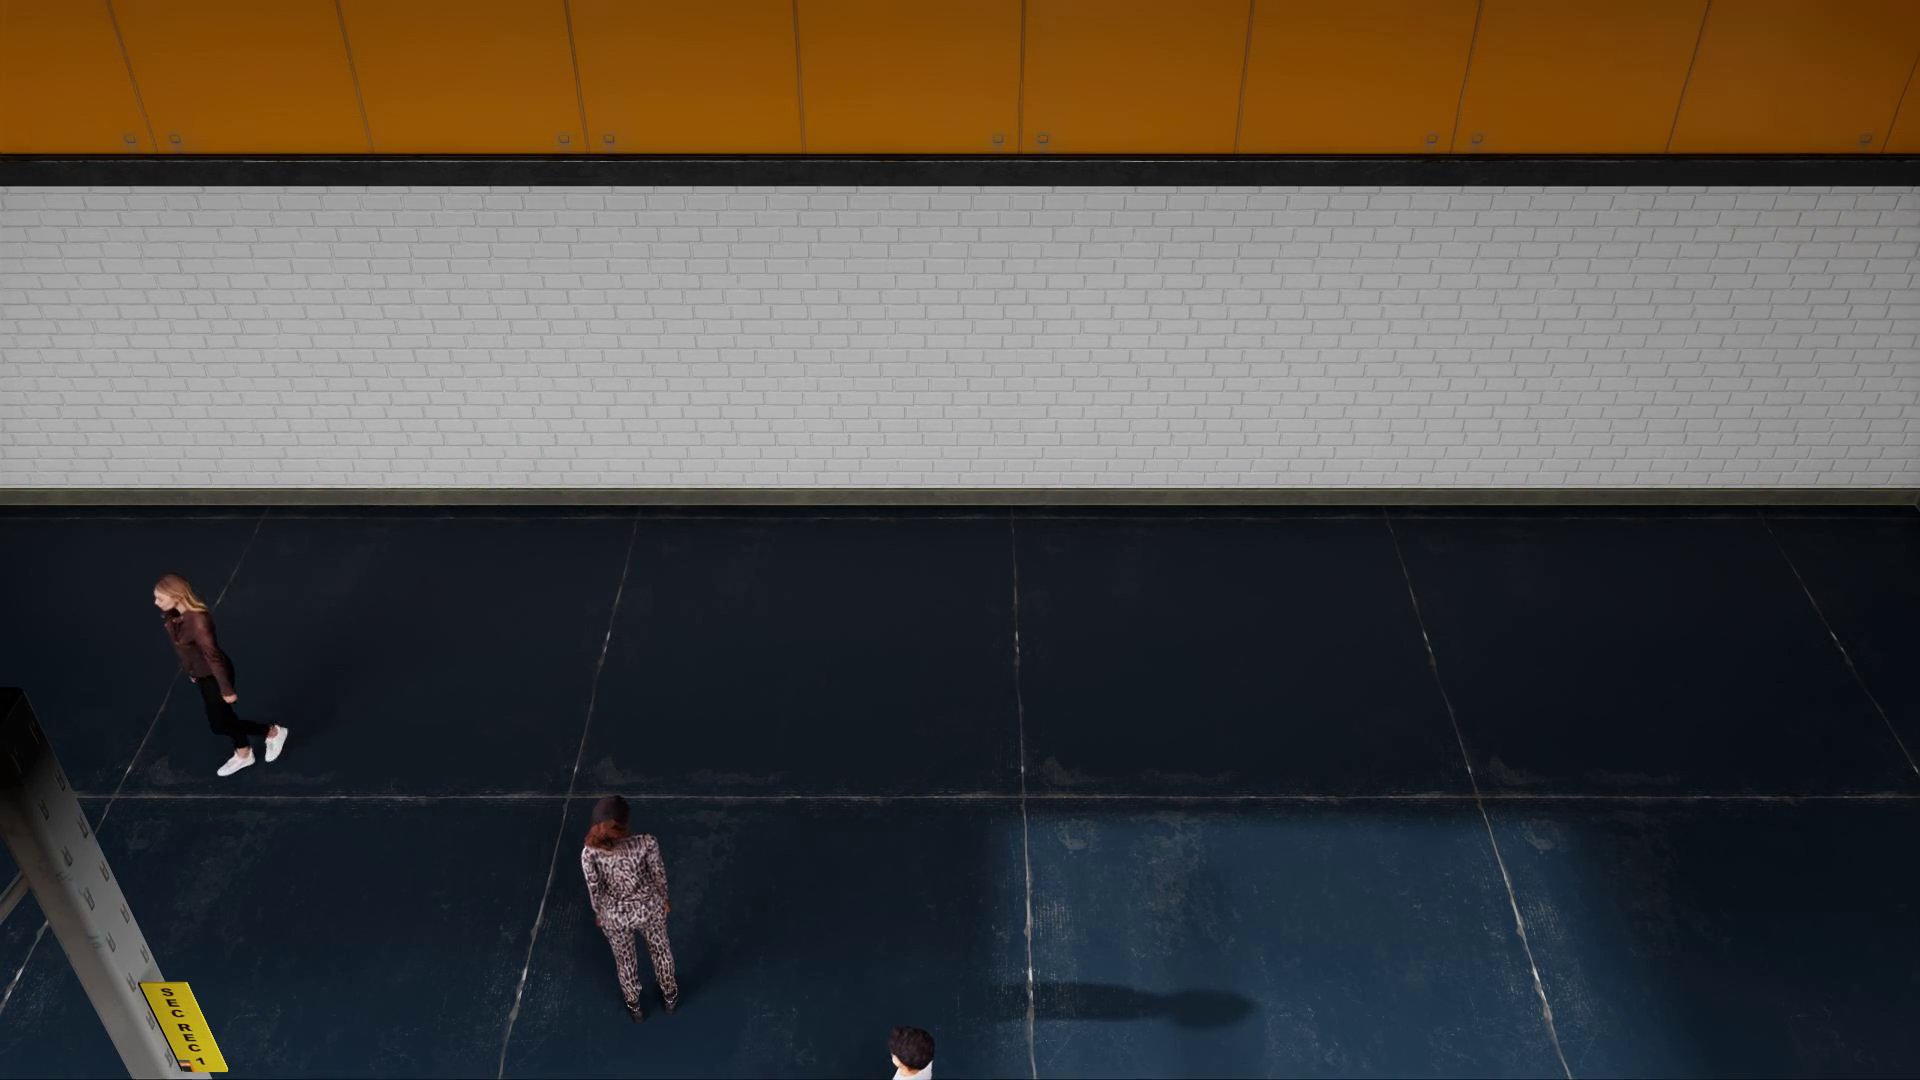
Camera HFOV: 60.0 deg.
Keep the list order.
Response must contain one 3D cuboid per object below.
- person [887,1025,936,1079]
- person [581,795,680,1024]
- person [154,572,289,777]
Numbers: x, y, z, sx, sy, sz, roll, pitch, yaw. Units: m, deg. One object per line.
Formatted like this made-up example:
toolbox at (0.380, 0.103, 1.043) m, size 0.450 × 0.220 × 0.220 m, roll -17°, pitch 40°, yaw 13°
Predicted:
person at (-0.226, 2.891, 8.458) m, size 0.617 × 1.255 × 0.527 m, roll 17°, pitch 42°, yaw 20°
person at (-1.812, 2.036, 9.162) m, size 0.630 × 1.714 × 0.612 m, roll -10°, pitch 40°, yaw -12°
person at (-4.730, 0.829, 10.689) m, size 0.867 × 1.693 × 0.812 m, roll -27°, pitch 46°, yaw -29°
